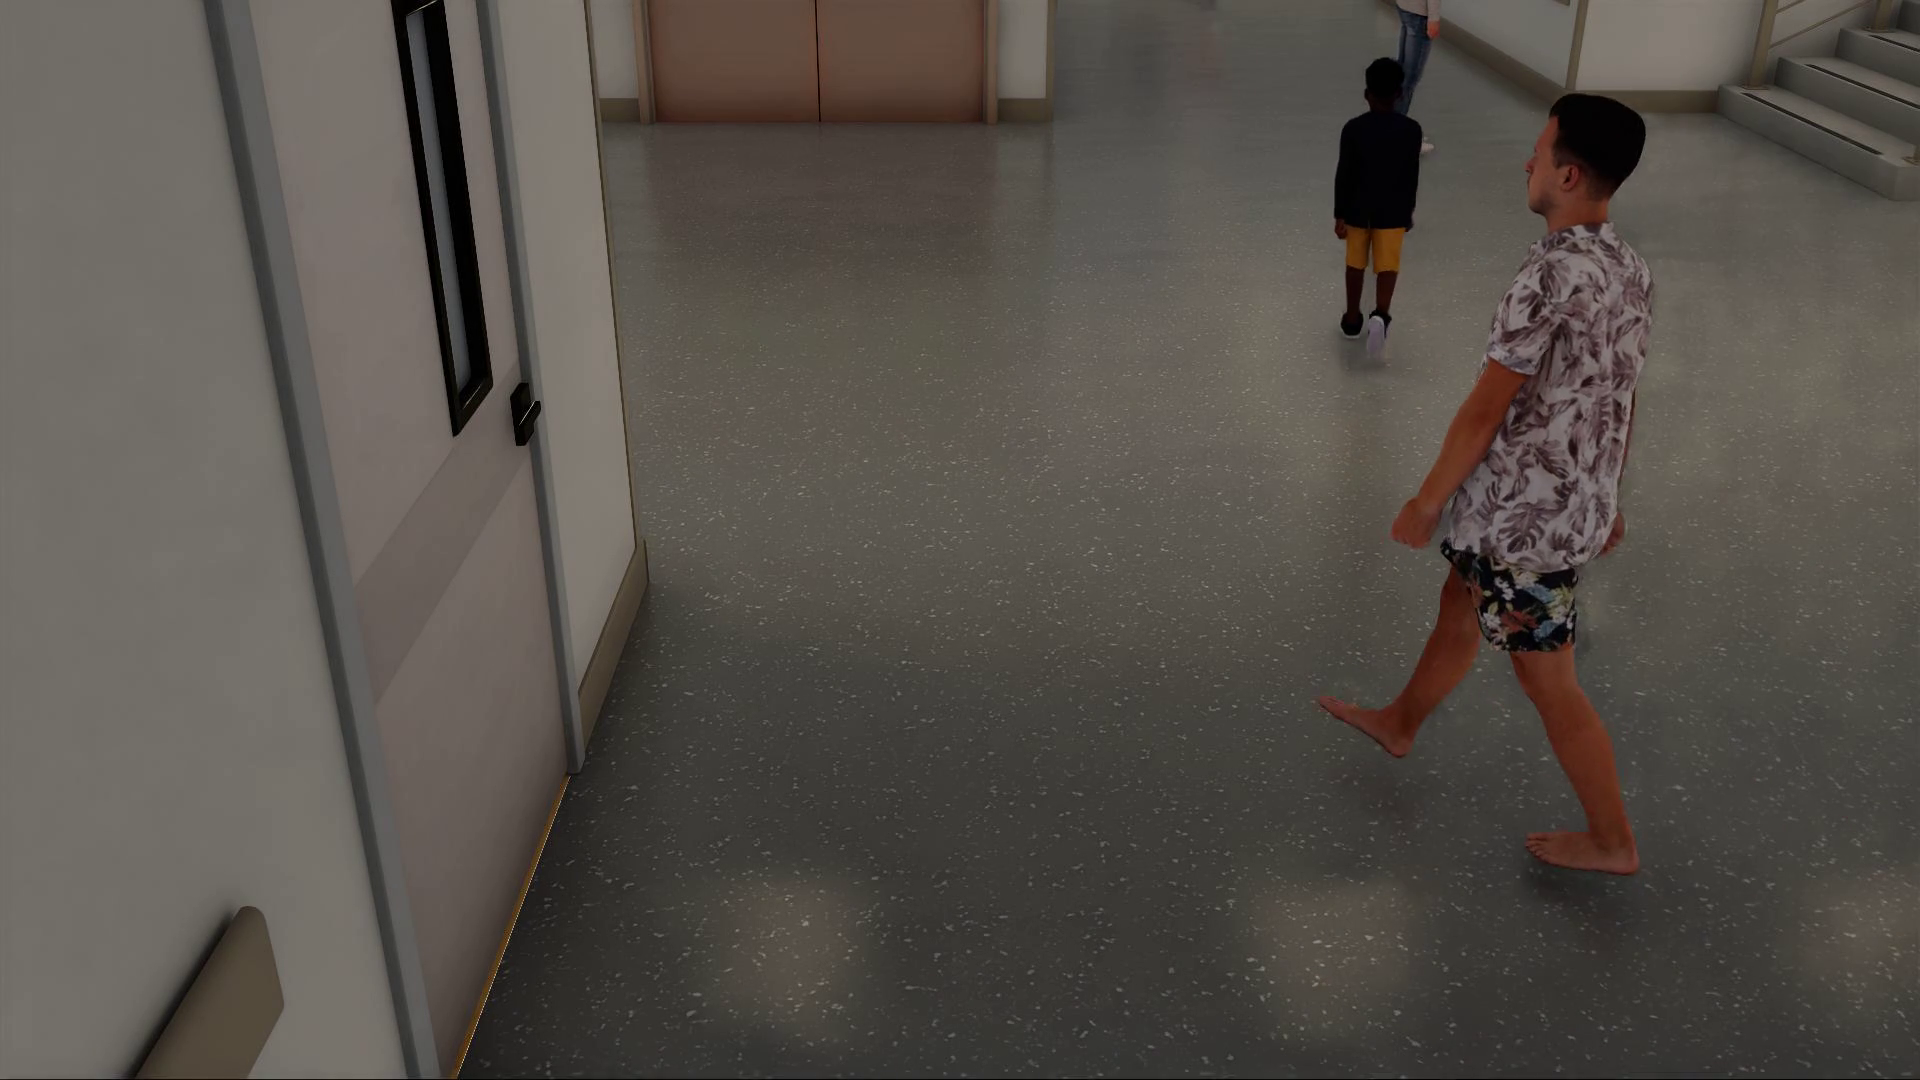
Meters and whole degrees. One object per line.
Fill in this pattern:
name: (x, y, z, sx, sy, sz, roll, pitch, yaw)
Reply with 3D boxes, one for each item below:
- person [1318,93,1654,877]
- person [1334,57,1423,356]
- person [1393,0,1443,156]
person: (1.380, -0.042, 3.768, 1.242, 1.770, 1.151, 22, 33, 38)
person: (1.818, -1.431, 7.240, 0.773, 1.256, 0.666, 4, 26, 9)
person: (2.946, -3.442, 10.723, 0.557, 1.852, 0.642, 0, 26, 0)
